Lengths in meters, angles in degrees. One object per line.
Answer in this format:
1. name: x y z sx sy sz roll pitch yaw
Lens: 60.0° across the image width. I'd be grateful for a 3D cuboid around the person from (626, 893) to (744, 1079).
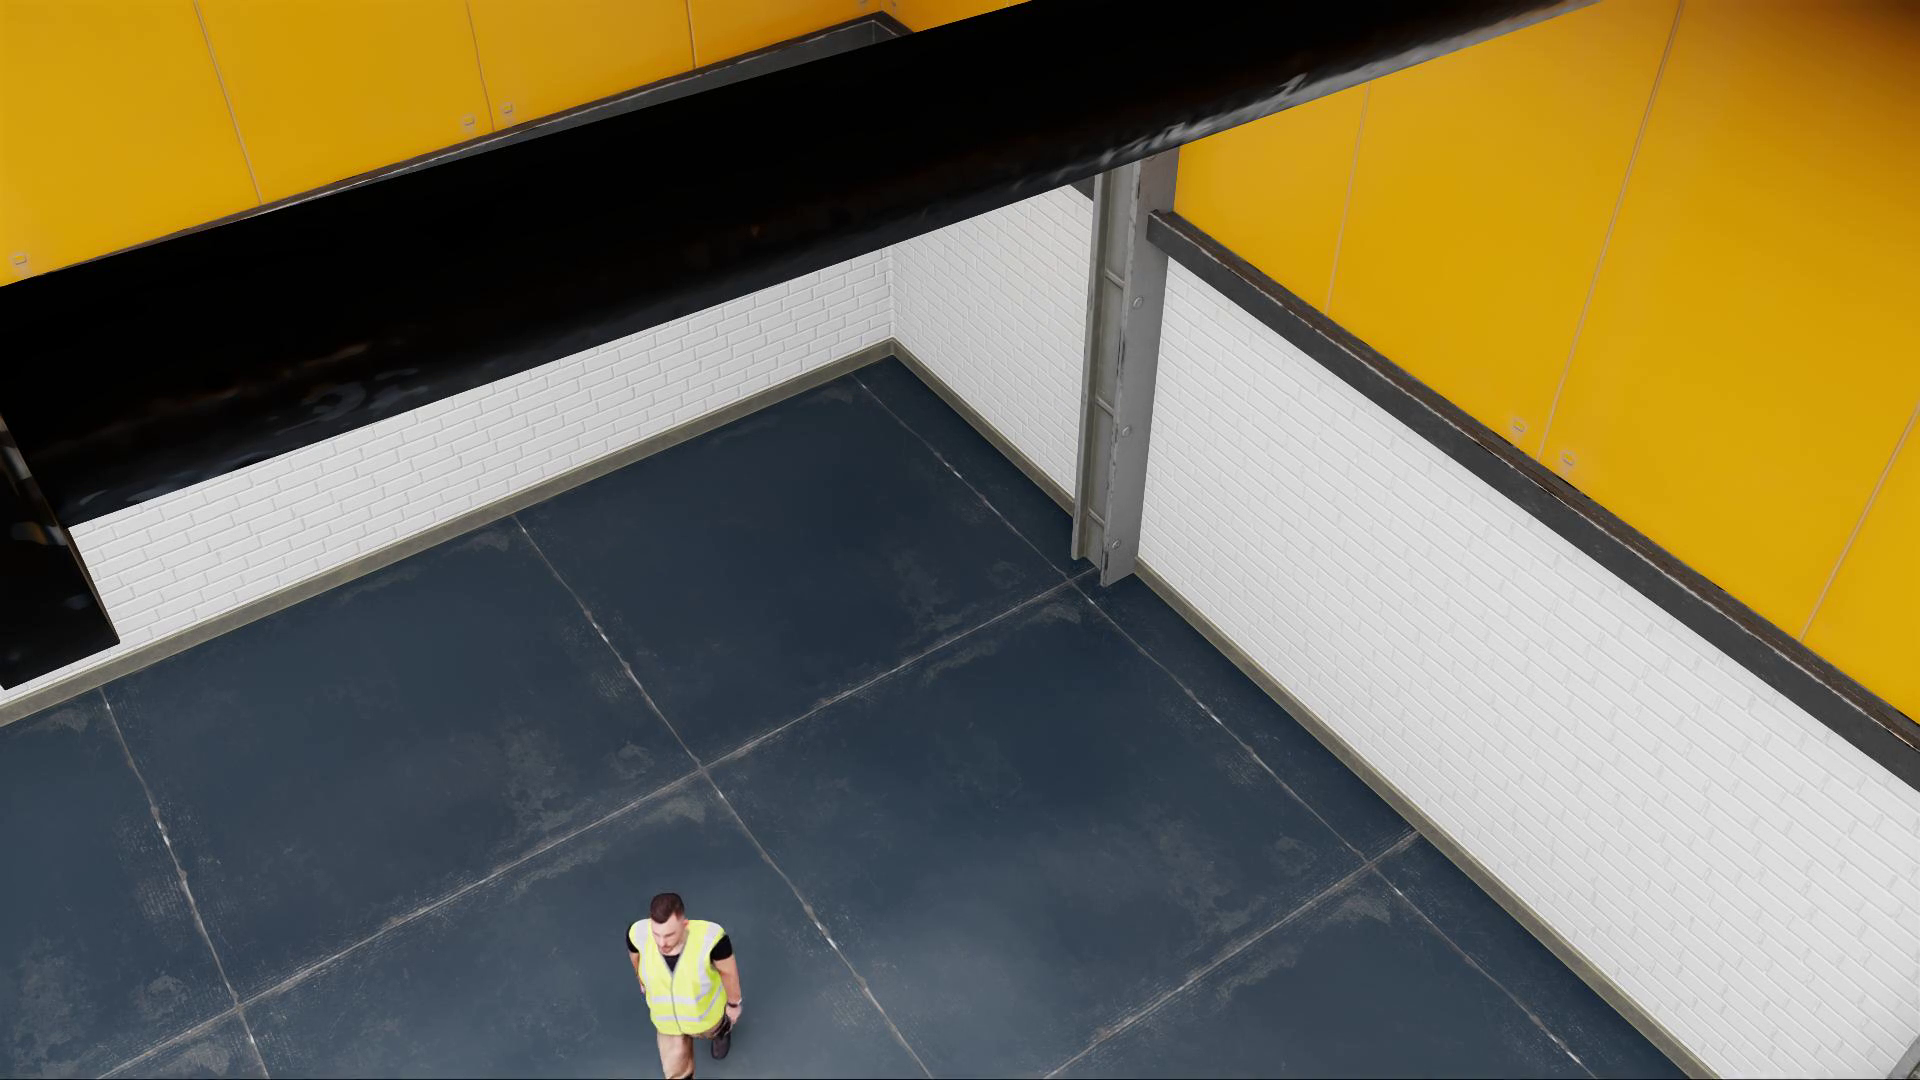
1. person: -1.376 2.319 8.552 1.144 1.804 1.305 1 44 1
